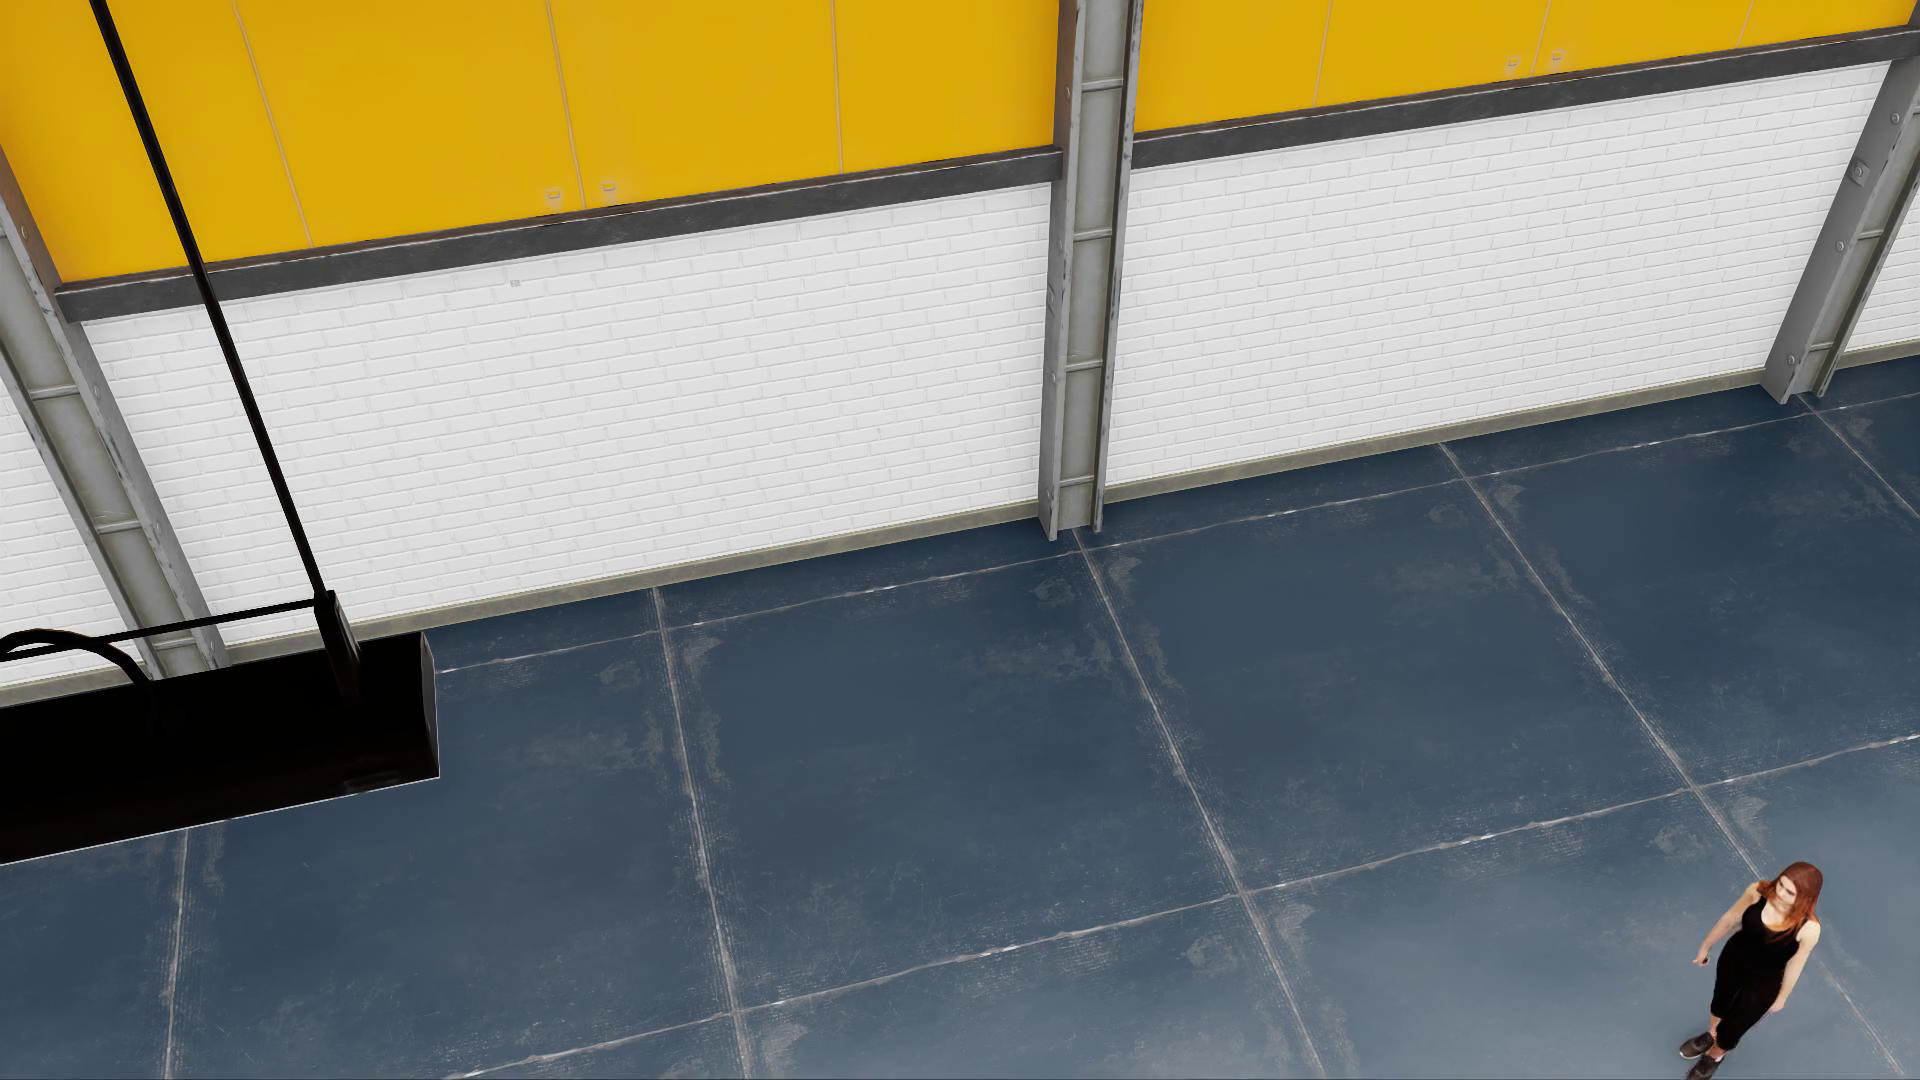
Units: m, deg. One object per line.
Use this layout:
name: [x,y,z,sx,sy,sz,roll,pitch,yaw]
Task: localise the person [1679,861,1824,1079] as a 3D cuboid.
person: [4.072,2.149,8.421,0.681,1.713,0.656,-20,47,-20]
